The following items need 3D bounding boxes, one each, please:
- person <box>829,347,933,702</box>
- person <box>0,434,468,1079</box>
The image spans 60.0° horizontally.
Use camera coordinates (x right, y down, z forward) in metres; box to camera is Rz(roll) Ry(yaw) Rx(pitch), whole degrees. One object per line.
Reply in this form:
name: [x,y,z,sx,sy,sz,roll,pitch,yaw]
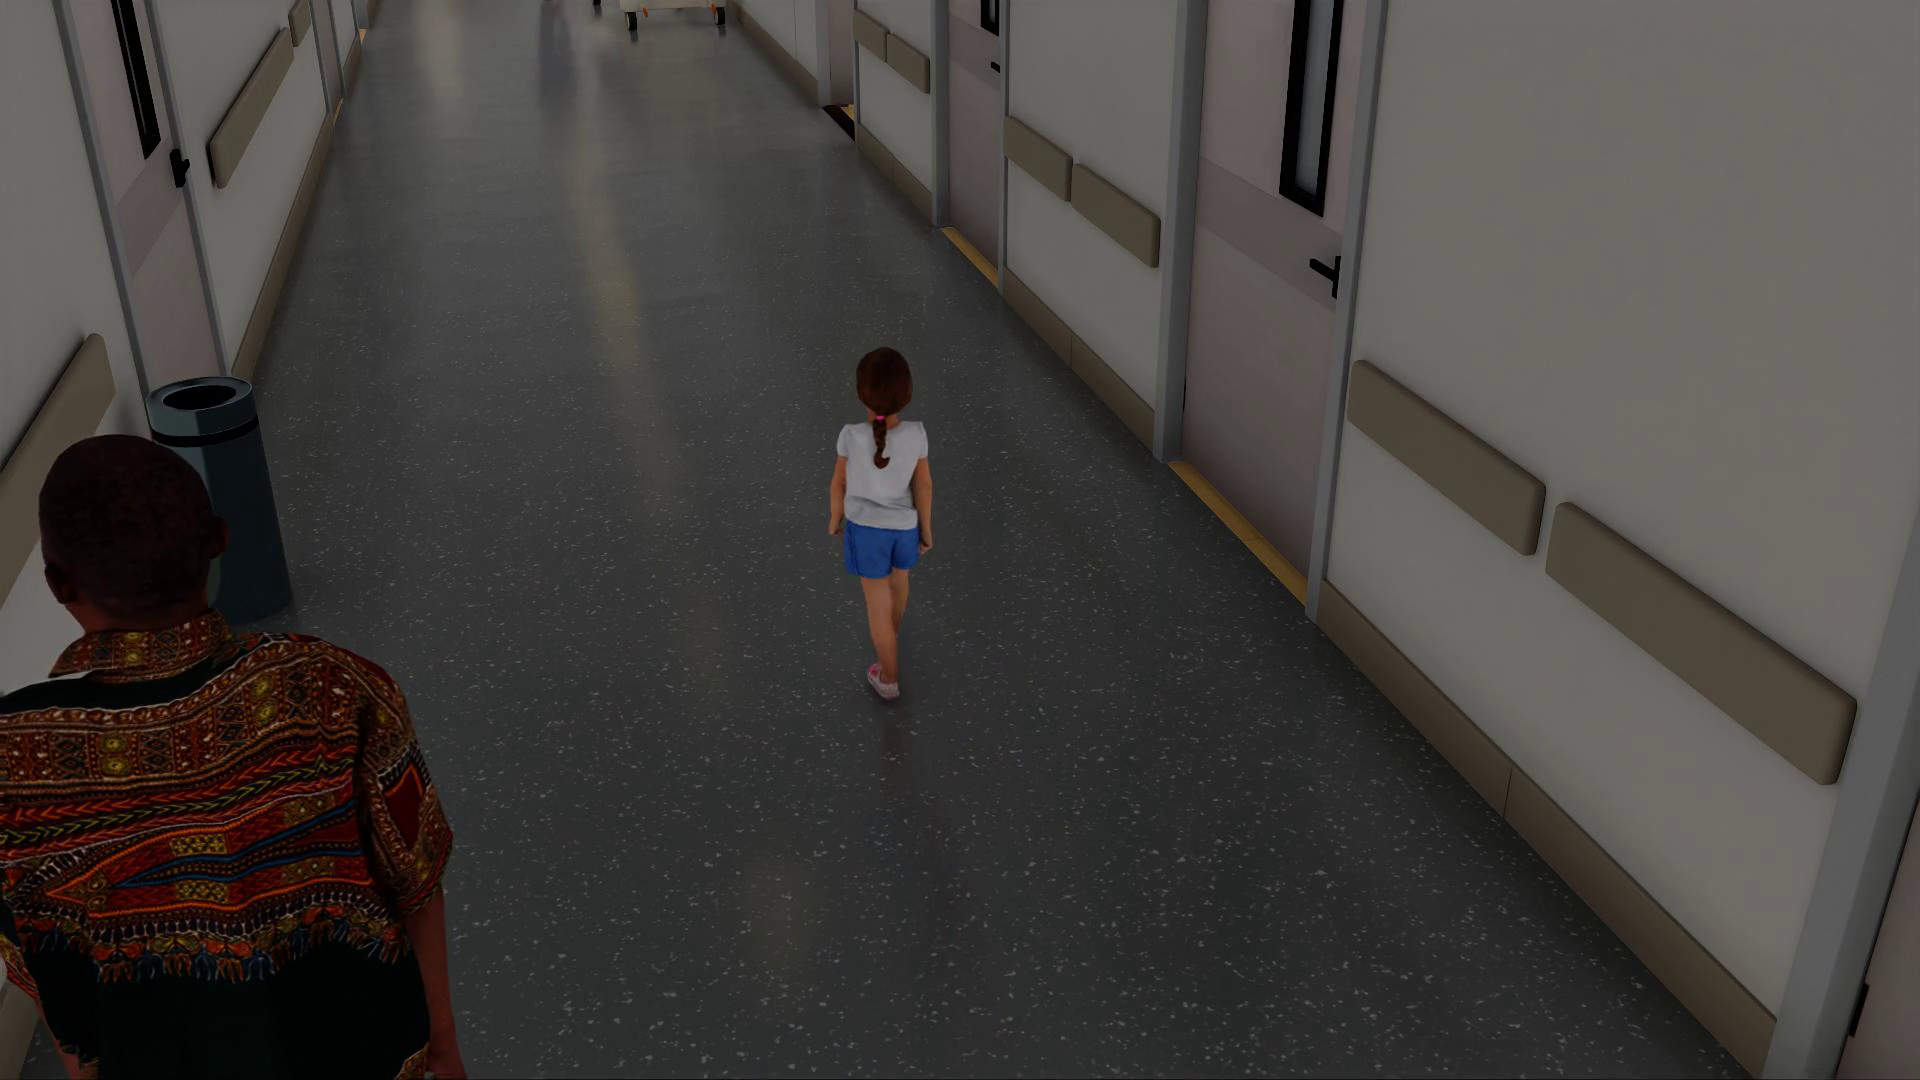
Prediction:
person: [-0.210,-0.022,4.631,0.593,1.001,0.491,-8,27,-16]
person: [-0.902,0.699,2.164,0.616,1.806,0.773,-9,27,-19]
